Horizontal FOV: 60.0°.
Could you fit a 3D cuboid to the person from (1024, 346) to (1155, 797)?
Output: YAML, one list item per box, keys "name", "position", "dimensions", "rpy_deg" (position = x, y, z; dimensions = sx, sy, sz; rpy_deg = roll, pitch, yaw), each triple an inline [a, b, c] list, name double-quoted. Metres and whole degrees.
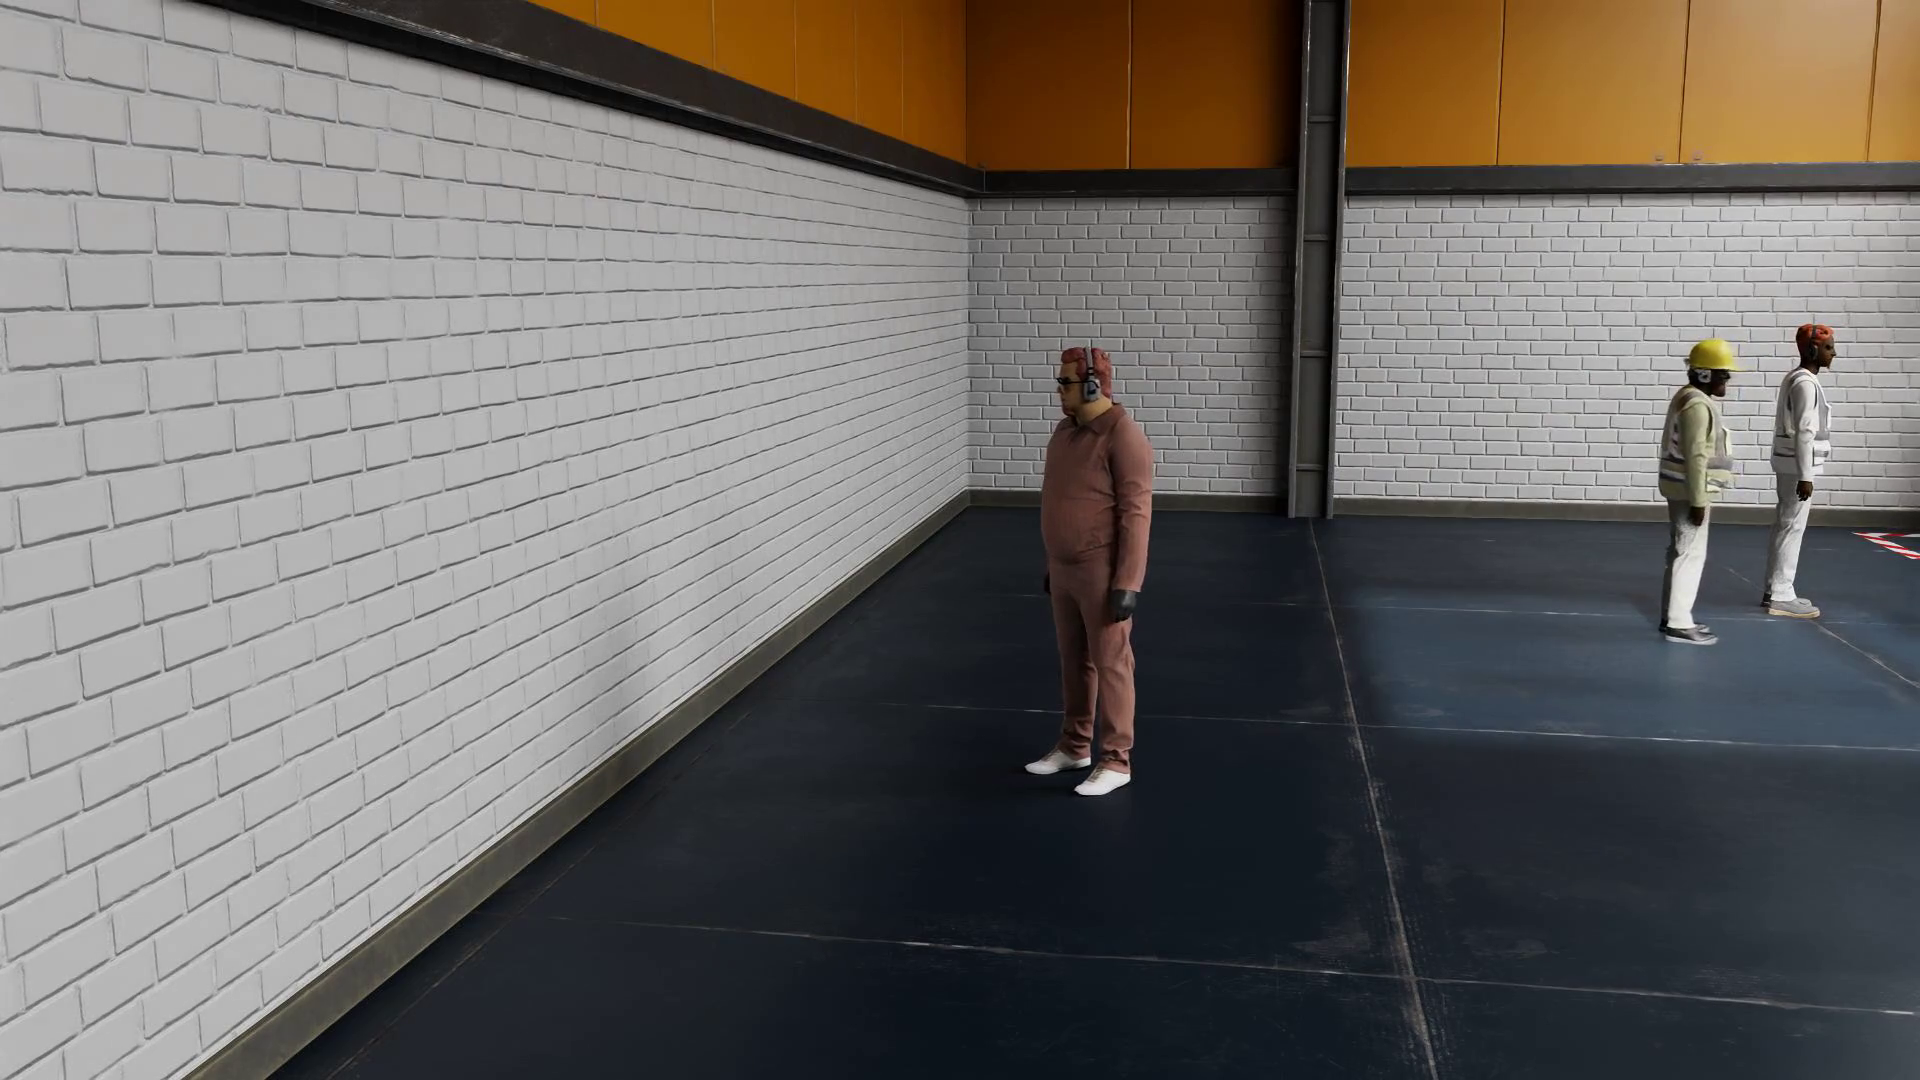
- name: "person"
  position: [0.538, 0.132, 7.100]
  dimensions: [0.401, 1.905, 0.642]
  rpy_deg: [-5, 10, -28]

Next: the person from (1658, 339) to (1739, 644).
- name: "person"
  position: [4.409, -0.294, 9.997]
  dimensions: [0.404, 1.822, 0.610]
  rpy_deg: [3, 10, 18]

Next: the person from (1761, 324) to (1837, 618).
- name: "person"
  position: [5.427, -0.450, 10.758]
  dimensions: [0.337, 1.882, 0.585]
  rpy_deg: [3, 10, 19]
